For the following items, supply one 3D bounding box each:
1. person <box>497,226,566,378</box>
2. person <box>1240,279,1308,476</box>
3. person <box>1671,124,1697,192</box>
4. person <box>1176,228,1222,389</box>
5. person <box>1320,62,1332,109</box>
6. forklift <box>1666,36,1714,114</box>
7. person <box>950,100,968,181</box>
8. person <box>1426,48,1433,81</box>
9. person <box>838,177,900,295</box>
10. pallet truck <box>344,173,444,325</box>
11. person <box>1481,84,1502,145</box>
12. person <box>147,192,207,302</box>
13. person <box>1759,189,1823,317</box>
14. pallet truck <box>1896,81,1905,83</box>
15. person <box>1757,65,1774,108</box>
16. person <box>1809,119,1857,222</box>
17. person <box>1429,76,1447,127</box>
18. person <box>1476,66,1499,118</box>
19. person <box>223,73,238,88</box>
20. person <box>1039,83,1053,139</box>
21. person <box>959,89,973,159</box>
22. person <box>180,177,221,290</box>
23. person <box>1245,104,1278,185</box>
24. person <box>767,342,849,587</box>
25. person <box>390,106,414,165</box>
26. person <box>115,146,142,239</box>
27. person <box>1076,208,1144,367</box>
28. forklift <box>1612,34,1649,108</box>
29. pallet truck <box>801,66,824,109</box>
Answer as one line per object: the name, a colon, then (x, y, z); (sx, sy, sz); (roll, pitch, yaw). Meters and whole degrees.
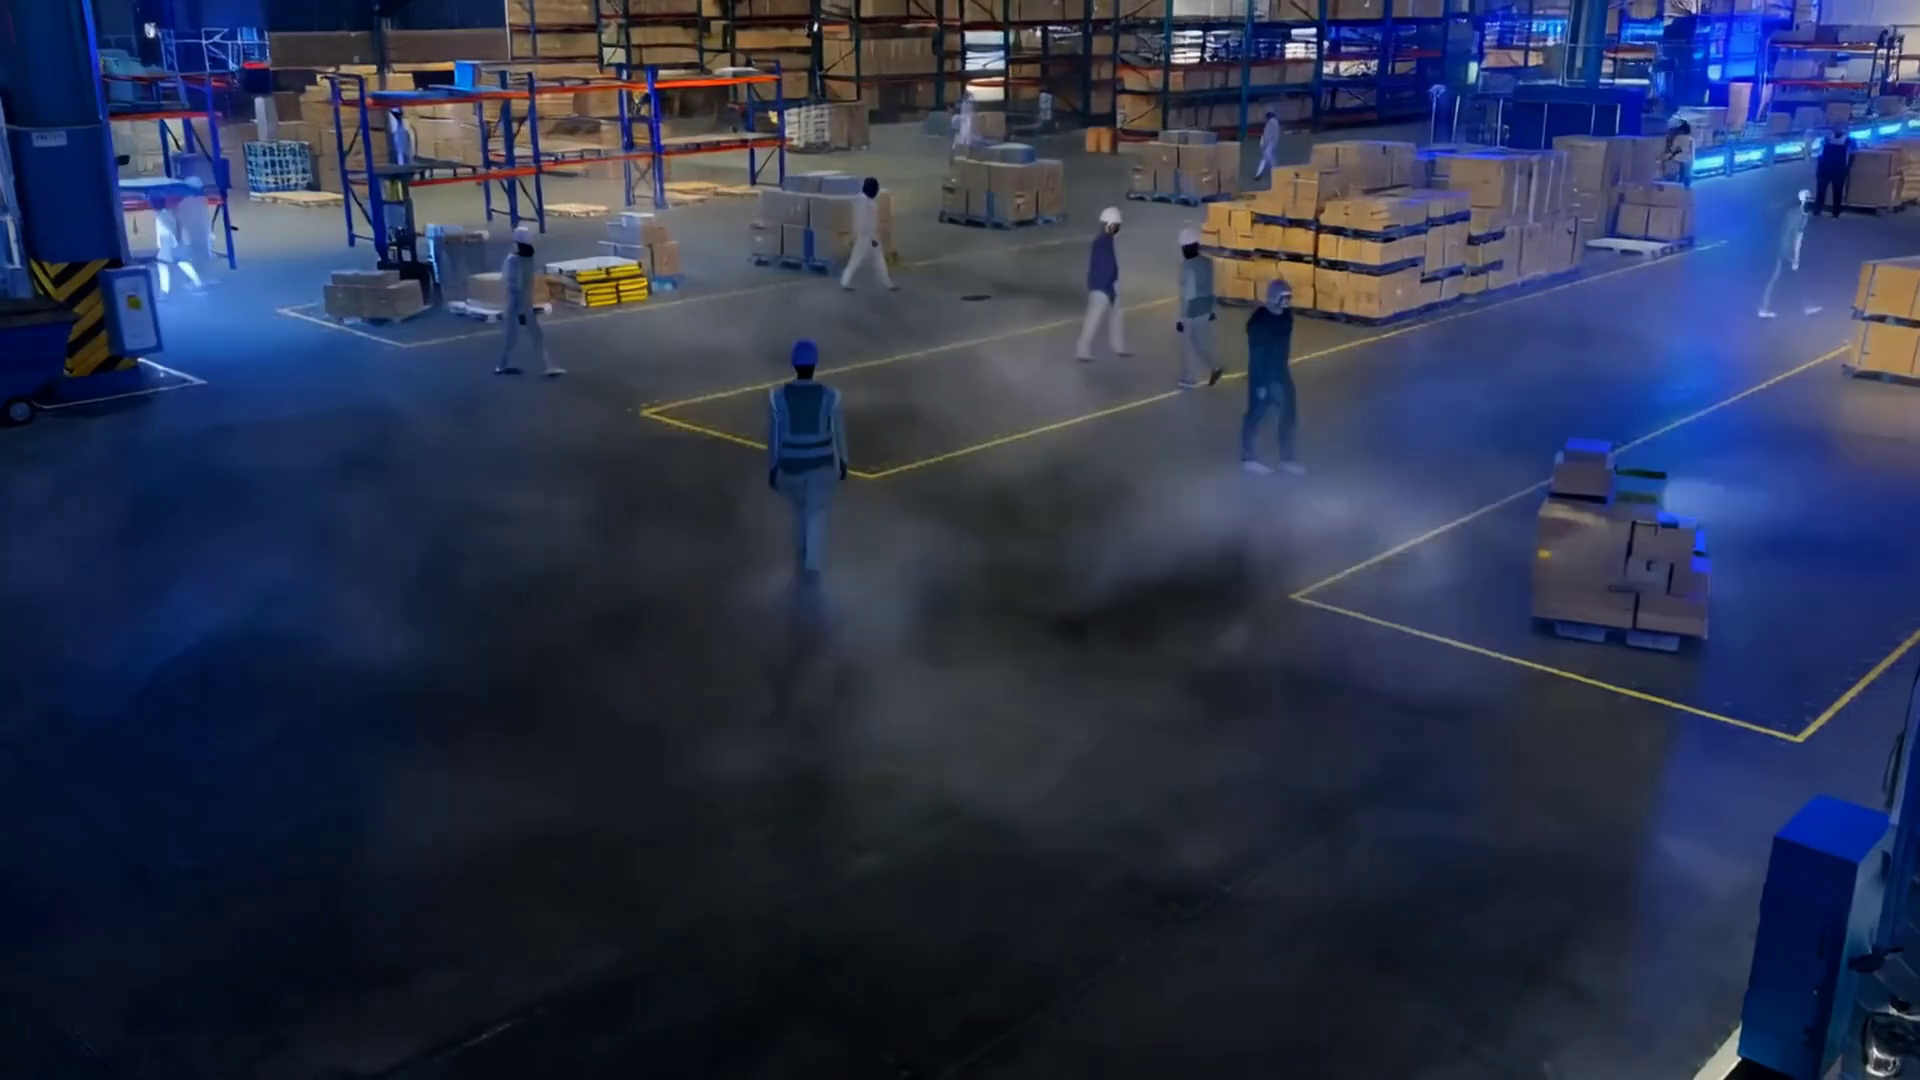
person: (-5.242, -2.848, 19.976); (1.022, 1.839, 0.593); (7, 20, 21)
person: (3.041, -1.523, 15.893); (0.634, 1.913, 0.807); (-14, 23, -36)
person: (16.185, -8.463, 37.208); (0.569, 1.635, 0.875); (17, 25, 42)
person: (2.752, -2.671, 19.353); (0.625, 1.902, 0.535); (-16, 24, -39)
person: (13.542, -16.696, 61.557); (0.637, 1.936, 0.355); (-11, 21, -30)
forklift: (27.341, -17.291, 61.877); (1.129, 2.768, 1.873); (17, 25, 41)
person: (-0.044, -9.743, 40.610); (0.358, 1.938, 0.542); (11, 21, 30)
person: (22.063, -22.159, 78.018); (0.543, 1.938, 0.357); (15, 23, 37)
person: (-1.442, -4.664, 25.558); (0.986, 1.797, 0.614); (8, 20, 23)
pallet truck: (-8.209, -4.181, 23.757); (0.823, 1.965, 1.885); (3, 19, 9)
person: (15.902, -12.698, 49.711); (0.598, 1.812, 0.769); (17, 25, 41)
person: (-11.892, -4.458, 25.163); (0.810, 1.637, 0.561); (-9, 20, -25)
person: (11.945, -4.080, 23.731); (0.958, 1.820, 0.526); (-4, 19, -11)
pallet truck: (34.802, -16.331, 61.455); (0.653, 1.274, 1.630); (17, 25, 41)
person: (31.746, -17.853, 65.515); (0.500, 1.636, 0.284); (12, 22, 32)
person: (17.628, -7.469, 33.597); (0.689, 2.000, 0.539); (16, 24, 39)
person: (16.251, -14.875, 56.463); (0.559, 1.677, 0.487); (13, 23, 35)
person: (19.346, -16.289, 60.470); (1.017, 1.854, 0.661); (13, 22, 34)
person: (-23.633, -14.181, 54.031); (0.592, 1.915, 0.399); (10, 21, 27)
person: (2.699, -13.458, 52.185); (0.319, 1.692, 0.533); (-13, 23, -35)
person: (0.170, -11.106, 44.702); (0.466, 1.951, 0.606); (7, 20, 20)
person: (-11.996, -4.806, 26.059); (0.505, 1.728, 0.819); (9, 20, 24)
person: (7.357, -9.497, 39.946); (0.985, 1.883, 0.549); (8, 20, 24)
person: (-1.203, -0.634, 13.229); (0.640, 1.896, 1.022); (0, 18, 0)
person: (-13.757, -9.847, 41.065); (0.513, 1.845, 0.336); (-8, 20, -22)
person: (-15.703, -6.543, 31.290); (0.488, 1.728, 0.489); (7, 20, 20)
person: (1.894, -3.105, 20.581); (0.956, 1.948, 0.653); (1, 18, 3)
forklift: (25.943, -18.145, 64.449); (1.129, 2.768, 1.873); (17, 25, 41)
pallet truck: (-4.812, -15.182, 56.903); (0.823, 1.965, 1.885); (-9, 21, -26)
